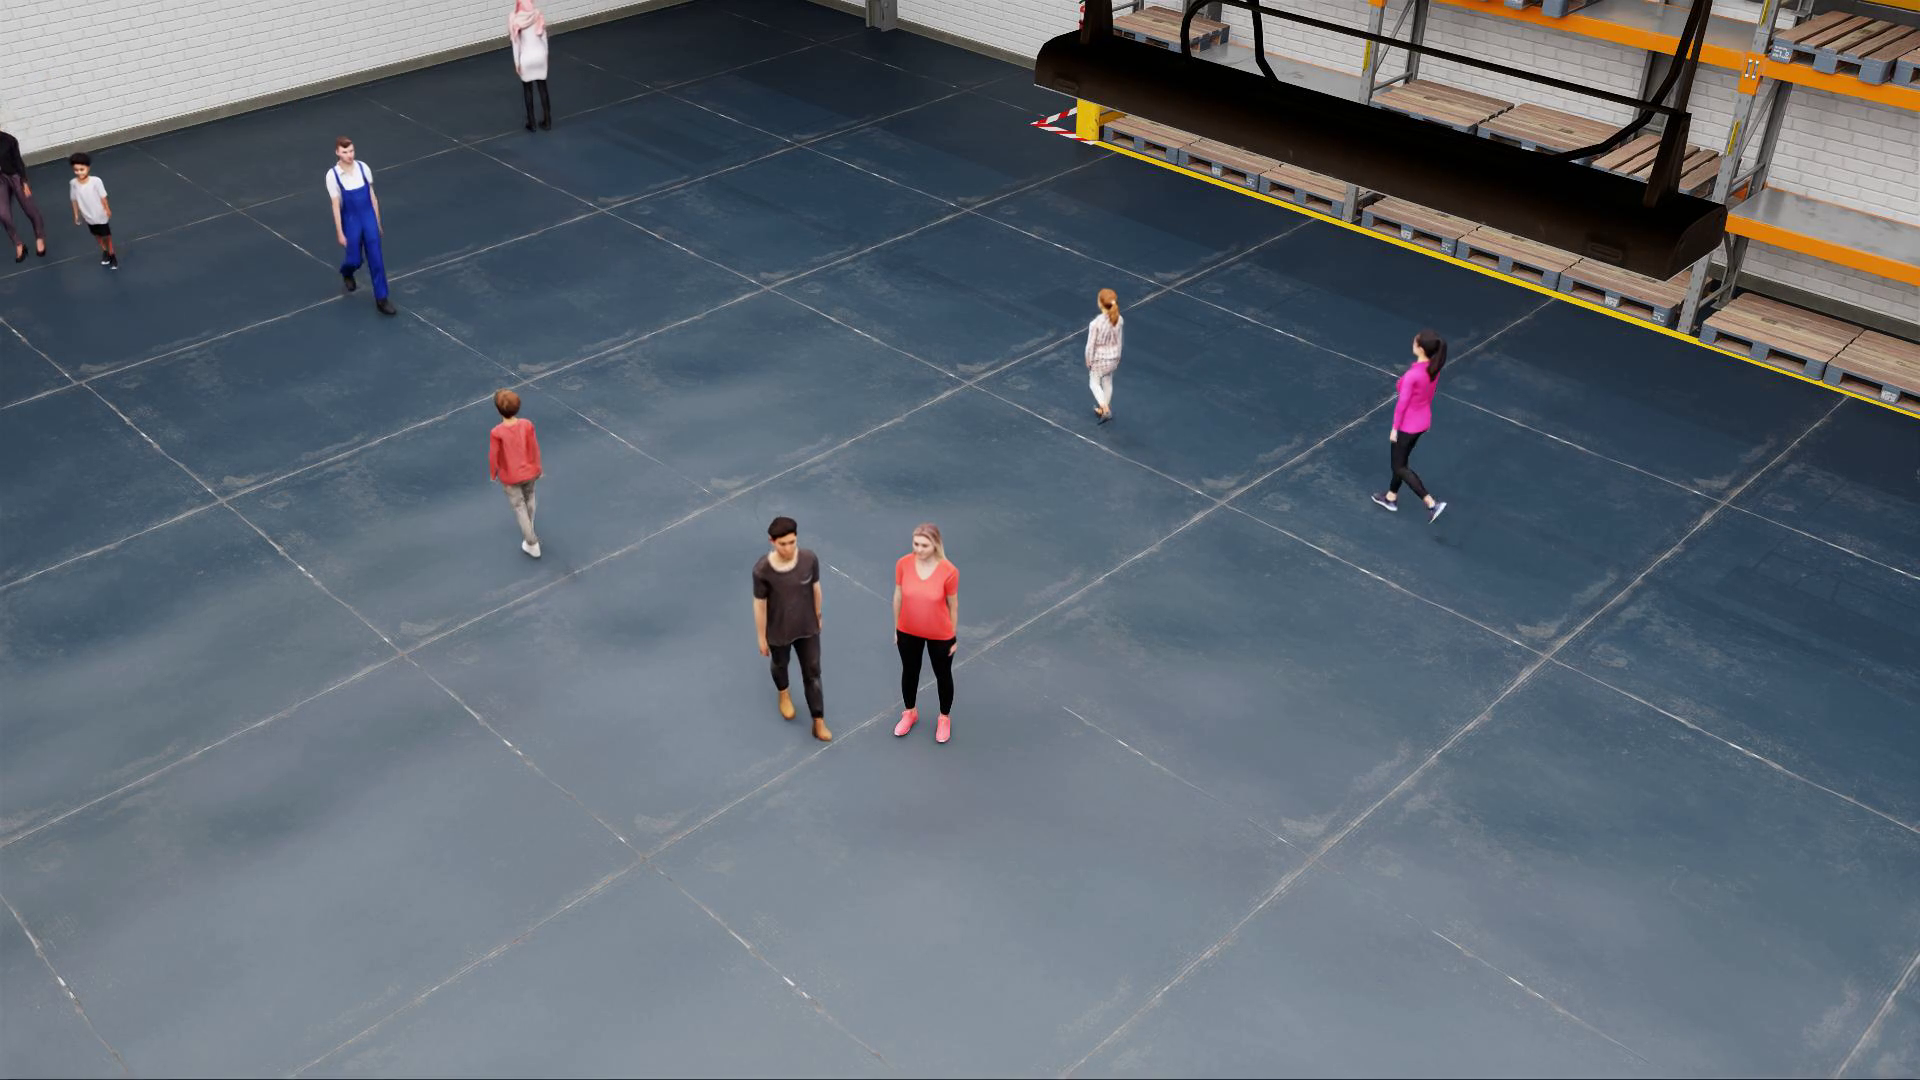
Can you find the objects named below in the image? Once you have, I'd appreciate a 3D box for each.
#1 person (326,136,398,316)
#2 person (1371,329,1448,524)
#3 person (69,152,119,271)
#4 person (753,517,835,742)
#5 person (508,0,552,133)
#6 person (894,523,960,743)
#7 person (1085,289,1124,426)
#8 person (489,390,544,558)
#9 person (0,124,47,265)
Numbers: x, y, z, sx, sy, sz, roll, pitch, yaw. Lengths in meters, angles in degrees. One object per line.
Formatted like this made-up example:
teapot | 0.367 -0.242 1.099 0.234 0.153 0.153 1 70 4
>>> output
person | -6.072 -3.187 16.695 0.638 1.834 1.049 -28 43 -35
person | 3.696 -0.878 13.361 0.609 1.680 0.967 -25 41 -33
person | -9.258 -3.555 17.782 0.674 1.243 0.746 -3 34 -5
person | -1.171 0.518 11.255 0.908 1.686 1.083 -11 35 -16
person | -5.397 -6.074 21.069 0.705 1.802 0.700 -17 37 -24
person | -0.219 0.611 11.110 0.623 1.693 0.732 9 35 13
person | 1.320 -1.600 14.790 0.669 1.301 0.787 -14 36 -20
person | -3.436 -0.497 13.044 0.604 1.397 0.828 -23 40 -31
person | -10.110 -3.825 17.816 0.766 1.656 0.823 -3 34 -5
